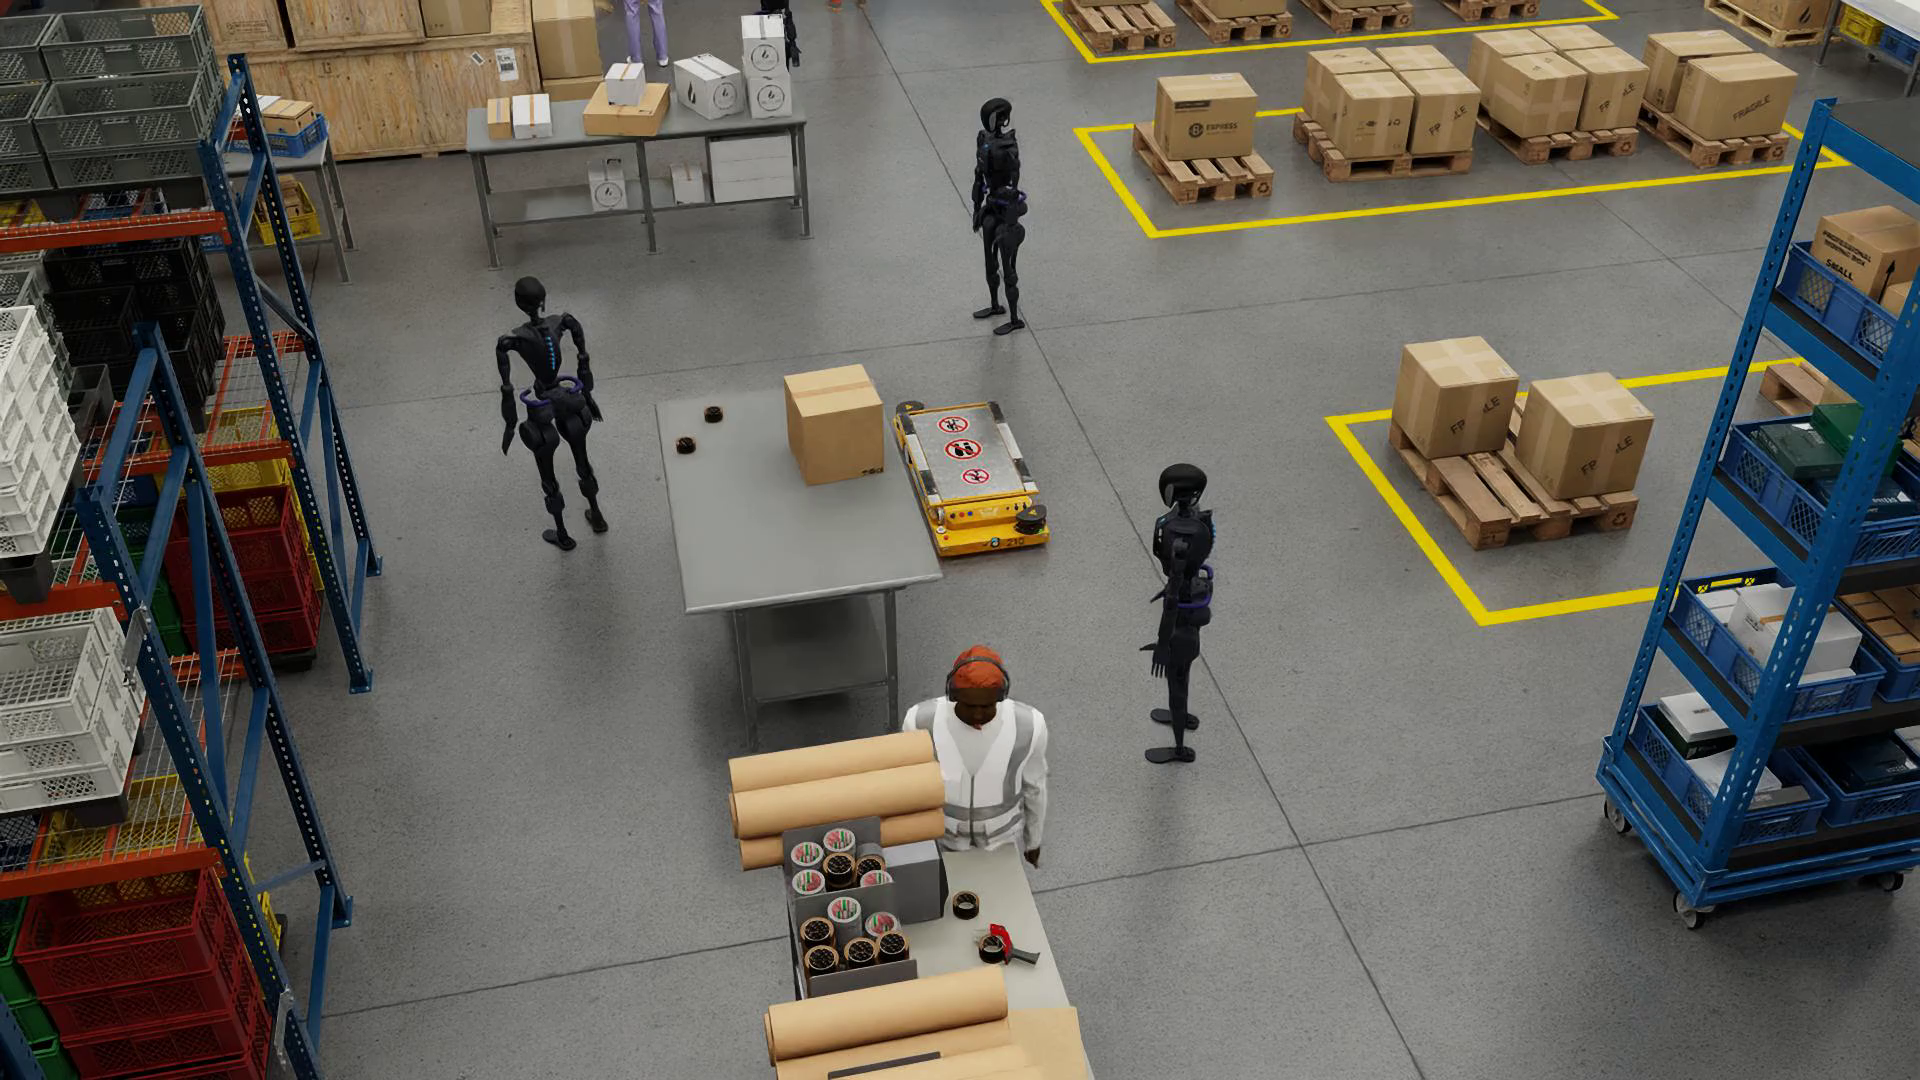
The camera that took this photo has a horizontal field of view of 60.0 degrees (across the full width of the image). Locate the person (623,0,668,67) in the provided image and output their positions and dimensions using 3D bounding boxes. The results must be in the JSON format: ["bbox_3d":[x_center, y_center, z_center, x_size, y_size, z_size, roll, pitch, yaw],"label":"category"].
[{"bbox_3d":[-2.971,-5.318,15.323,0.586,1.919,0.398,-11,38,-15],"label":"person"}]

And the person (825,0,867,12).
[{"bbox_3d":[-1.179,-6.298,16.576,0.622,1.989,0.398,-13,39,-17],"label":"person"}]

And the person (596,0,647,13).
[{"bbox_3d":[-3.415,-6.275,16.505,0.741,2.000,0.698,-15,39,-19],"label":"person"}]

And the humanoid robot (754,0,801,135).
[{"bbox_3d":[-1.549,-4.290,14.125,0.327,1.660,0.589,-20,41,-25],"label":"humanoid robot"}]

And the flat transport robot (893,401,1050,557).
[{"bbox_3d":[0.046,-0.430,10.108,0.652,0.197,1.431,-8,37,-10],"label":"flat transport robot"}]

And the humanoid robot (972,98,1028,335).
[{"bbox_3d":[0.258,-2.204,11.335,0.326,1.652,0.555,-20,41,-24],"label":"humanoid robot"}]

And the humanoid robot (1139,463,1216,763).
[{"bbox_3d":[1.039,0.337,7.918,0.328,1.652,0.573,6,37,8],"label":"humanoid robot"}]

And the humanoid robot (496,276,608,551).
[{"bbox_3d":[-2.290,-0.714,9.323,0.612,1.657,0.317,-28,45,-33],"label":"humanoid robot"}]

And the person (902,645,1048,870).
[{"bbox_3d":[0.056,1.151,6.662,0.573,1.876,0.339,1,37,2],"label":"person"}]
